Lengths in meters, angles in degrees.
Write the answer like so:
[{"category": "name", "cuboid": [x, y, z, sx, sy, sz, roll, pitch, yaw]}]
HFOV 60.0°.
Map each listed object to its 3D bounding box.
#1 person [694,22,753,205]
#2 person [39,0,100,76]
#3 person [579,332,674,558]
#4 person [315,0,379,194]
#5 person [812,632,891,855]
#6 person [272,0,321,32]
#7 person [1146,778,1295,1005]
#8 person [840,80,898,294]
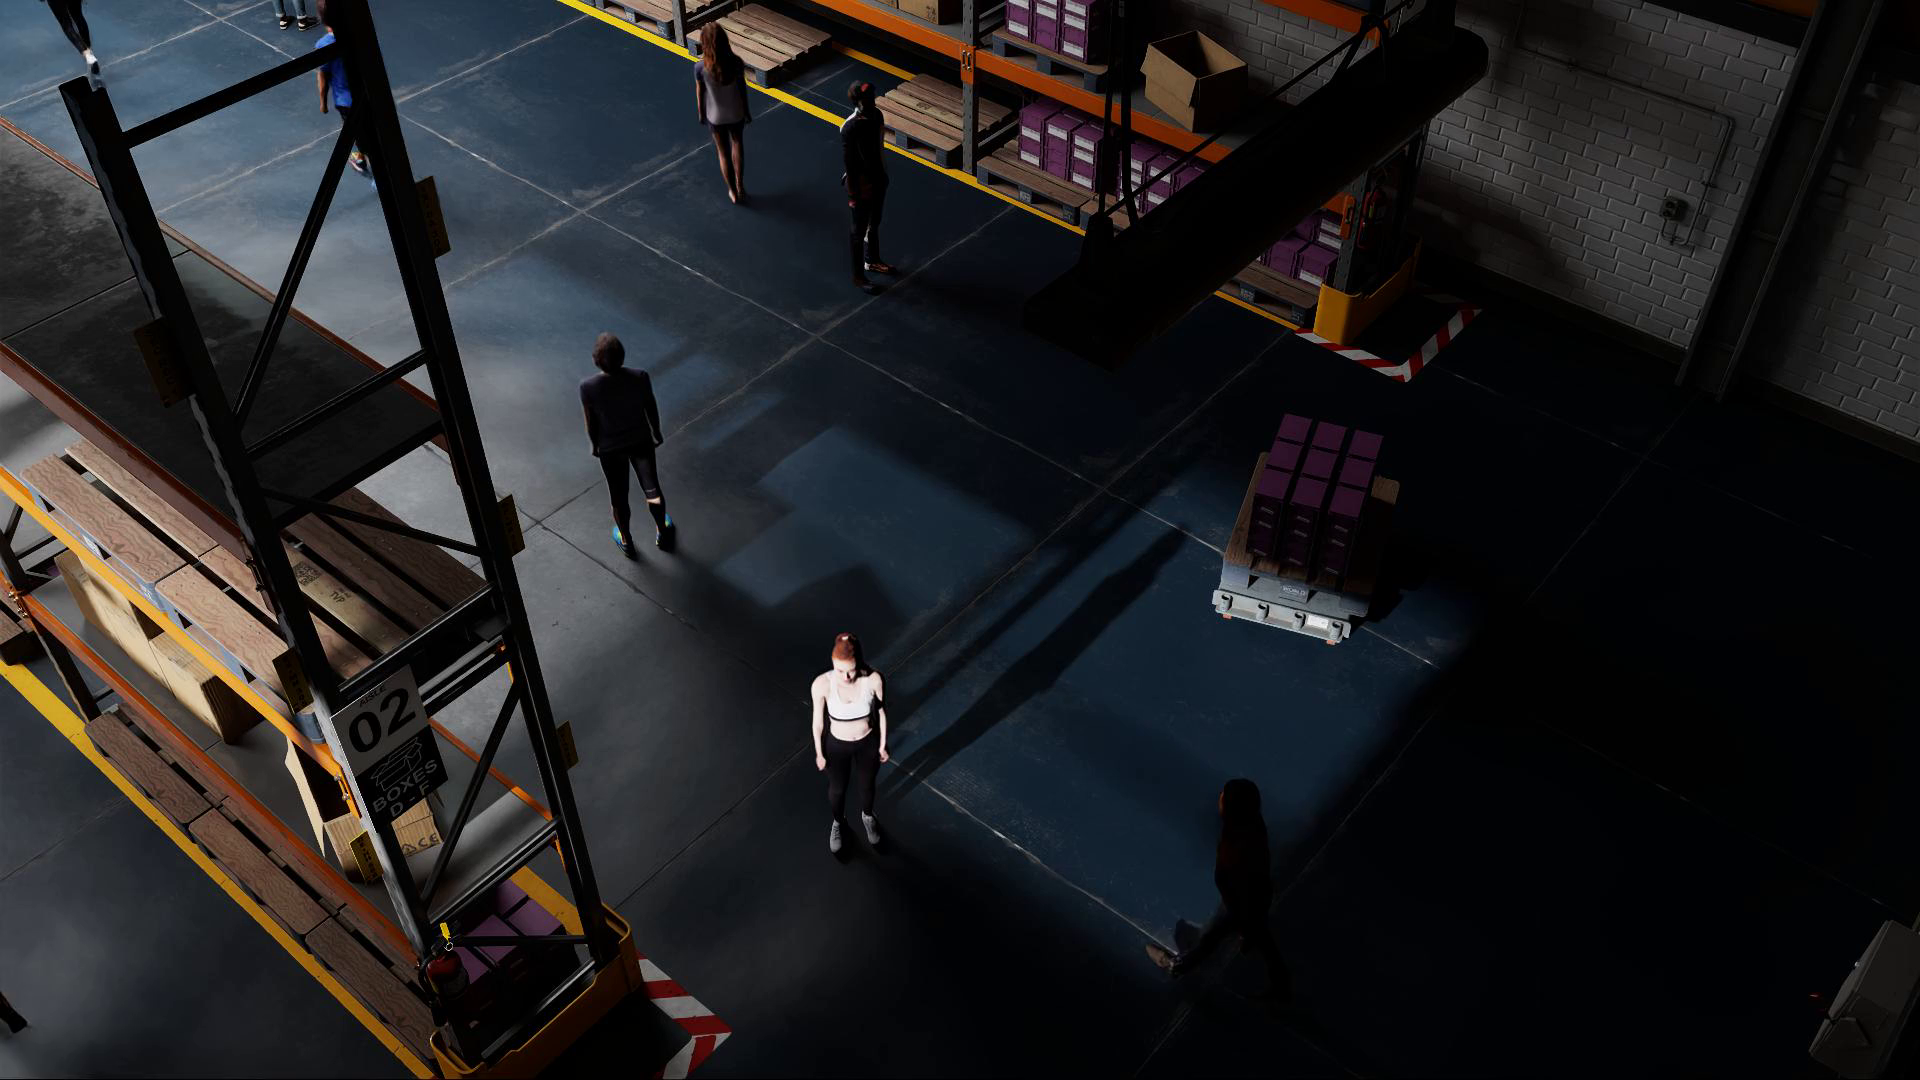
[{"category": "person", "cuboid": [-2.095, -3.780, 14.954, 0.737, 1.720, 0.769, -11, 45, -11]}, {"category": "person", "cuboid": [-9.066, -5.520, 16.809, 0.708, 1.681, 1.059, -30, 51, -28]}, {"category": "person", "cuboid": [-2.320, -0.666, 11.563, 0.749, 1.890, 0.769, -12, 45, -12]}, {"category": "person", "cuboid": [-5.422, -3.939, 15.039, 1.102, 1.834, 0.692, 24, 48, 23]}, {"category": "person", "cuboid": [-0.630, 1.186, 9.725, 0.661, 1.742, 0.698, -8, 44, -8]}, {"category": "person", "cuboid": [-7.233, -6.267, 17.493, 0.656, 1.819, 0.801, 10, 45, 11]}, {"category": "person", "cuboid": [1.609, 1.977, 8.915, 1.202, 1.715, 0.940, 10, 45, 10]}, {"category": "person", "cuboid": [-0.790, -3.008, 14.019, 0.646, 1.893, 0.723, 21, 48, 21]}]
